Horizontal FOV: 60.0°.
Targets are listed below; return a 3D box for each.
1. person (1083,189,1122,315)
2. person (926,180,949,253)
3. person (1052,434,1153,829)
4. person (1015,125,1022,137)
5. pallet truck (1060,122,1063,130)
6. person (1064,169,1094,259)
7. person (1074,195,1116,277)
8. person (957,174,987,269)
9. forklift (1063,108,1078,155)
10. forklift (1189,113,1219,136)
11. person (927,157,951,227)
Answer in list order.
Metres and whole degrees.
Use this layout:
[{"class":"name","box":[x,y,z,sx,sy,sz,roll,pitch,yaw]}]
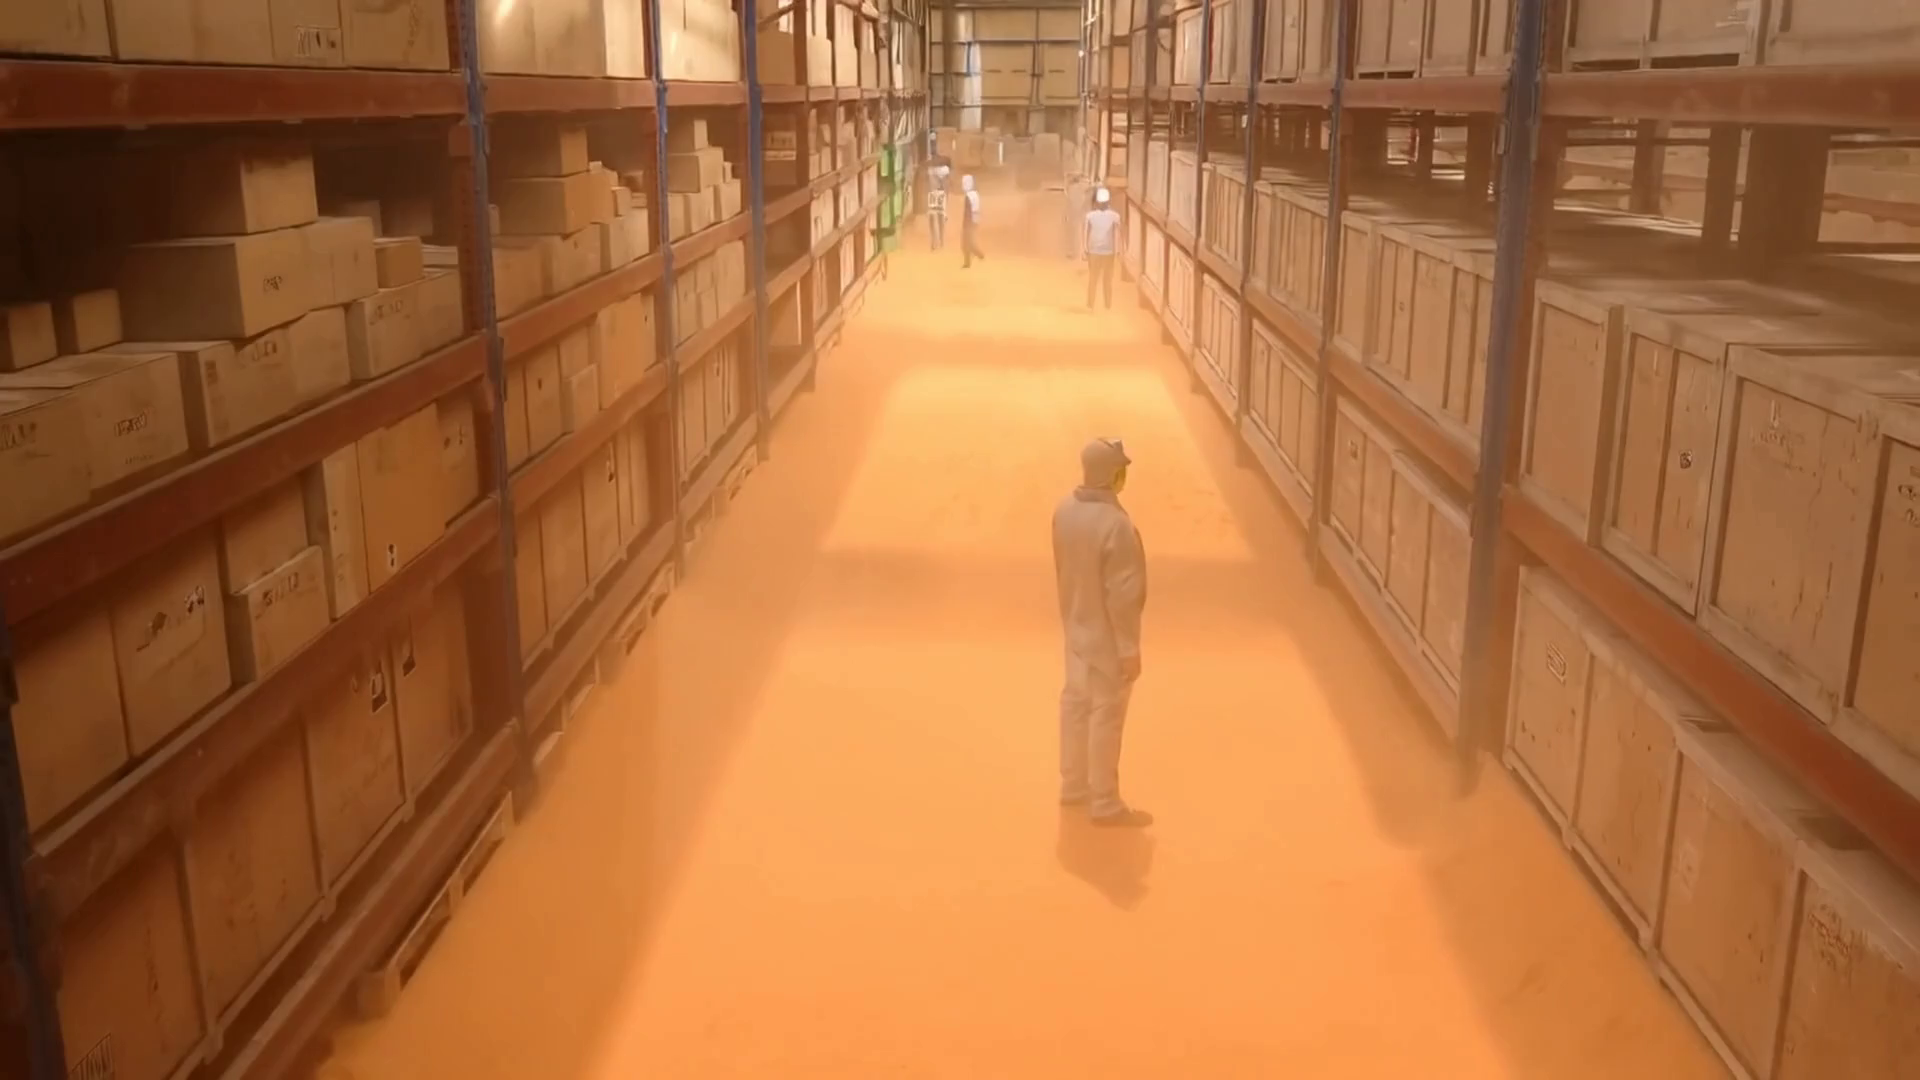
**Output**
[{"class":"person","box":[2.266,-4.595,26.566,0.611,1.996,0.379,3,15,11]},{"class":"person","box":[-0.499,-7.250,37.209,0.533,1.596,0.856,2,15,8]},{"class":"person","box":[0.697,0.439,7.999,0.407,1.911,0.641,-7,17,-25]},{"class":"person","box":[2.933,-19.765,83.119,0.372,1.940,0.631,-1,15,-5]},{"class":"pallet truck","box":[5.788,-21.111,88.014,1.885,1.965,0.823,5,16,18]},{"class":"person","box":[2.532,-6.961,35.536,0.642,1.909,0.399,8,17,27]},{"class":"person","box":[2.638,-5.853,32.011,0.856,1.581,0.519,0,15,1]},{"class":"person","box":[0.226,-6.374,33.367,0.548,1.898,0.608,4,15,13]},{"class":"forklift","box":[4.747,-17.102,71.423,1.873,2.768,1.129,-6,16,-22]},{"class":"forklift","box":[8.084,-12.809,55.450,1.129,2.768,1.873,1,15,2]},{"class":"person","box":[-0.558,-9.178,43.971,0.629,1.853,0.553,2,15,8]}]
